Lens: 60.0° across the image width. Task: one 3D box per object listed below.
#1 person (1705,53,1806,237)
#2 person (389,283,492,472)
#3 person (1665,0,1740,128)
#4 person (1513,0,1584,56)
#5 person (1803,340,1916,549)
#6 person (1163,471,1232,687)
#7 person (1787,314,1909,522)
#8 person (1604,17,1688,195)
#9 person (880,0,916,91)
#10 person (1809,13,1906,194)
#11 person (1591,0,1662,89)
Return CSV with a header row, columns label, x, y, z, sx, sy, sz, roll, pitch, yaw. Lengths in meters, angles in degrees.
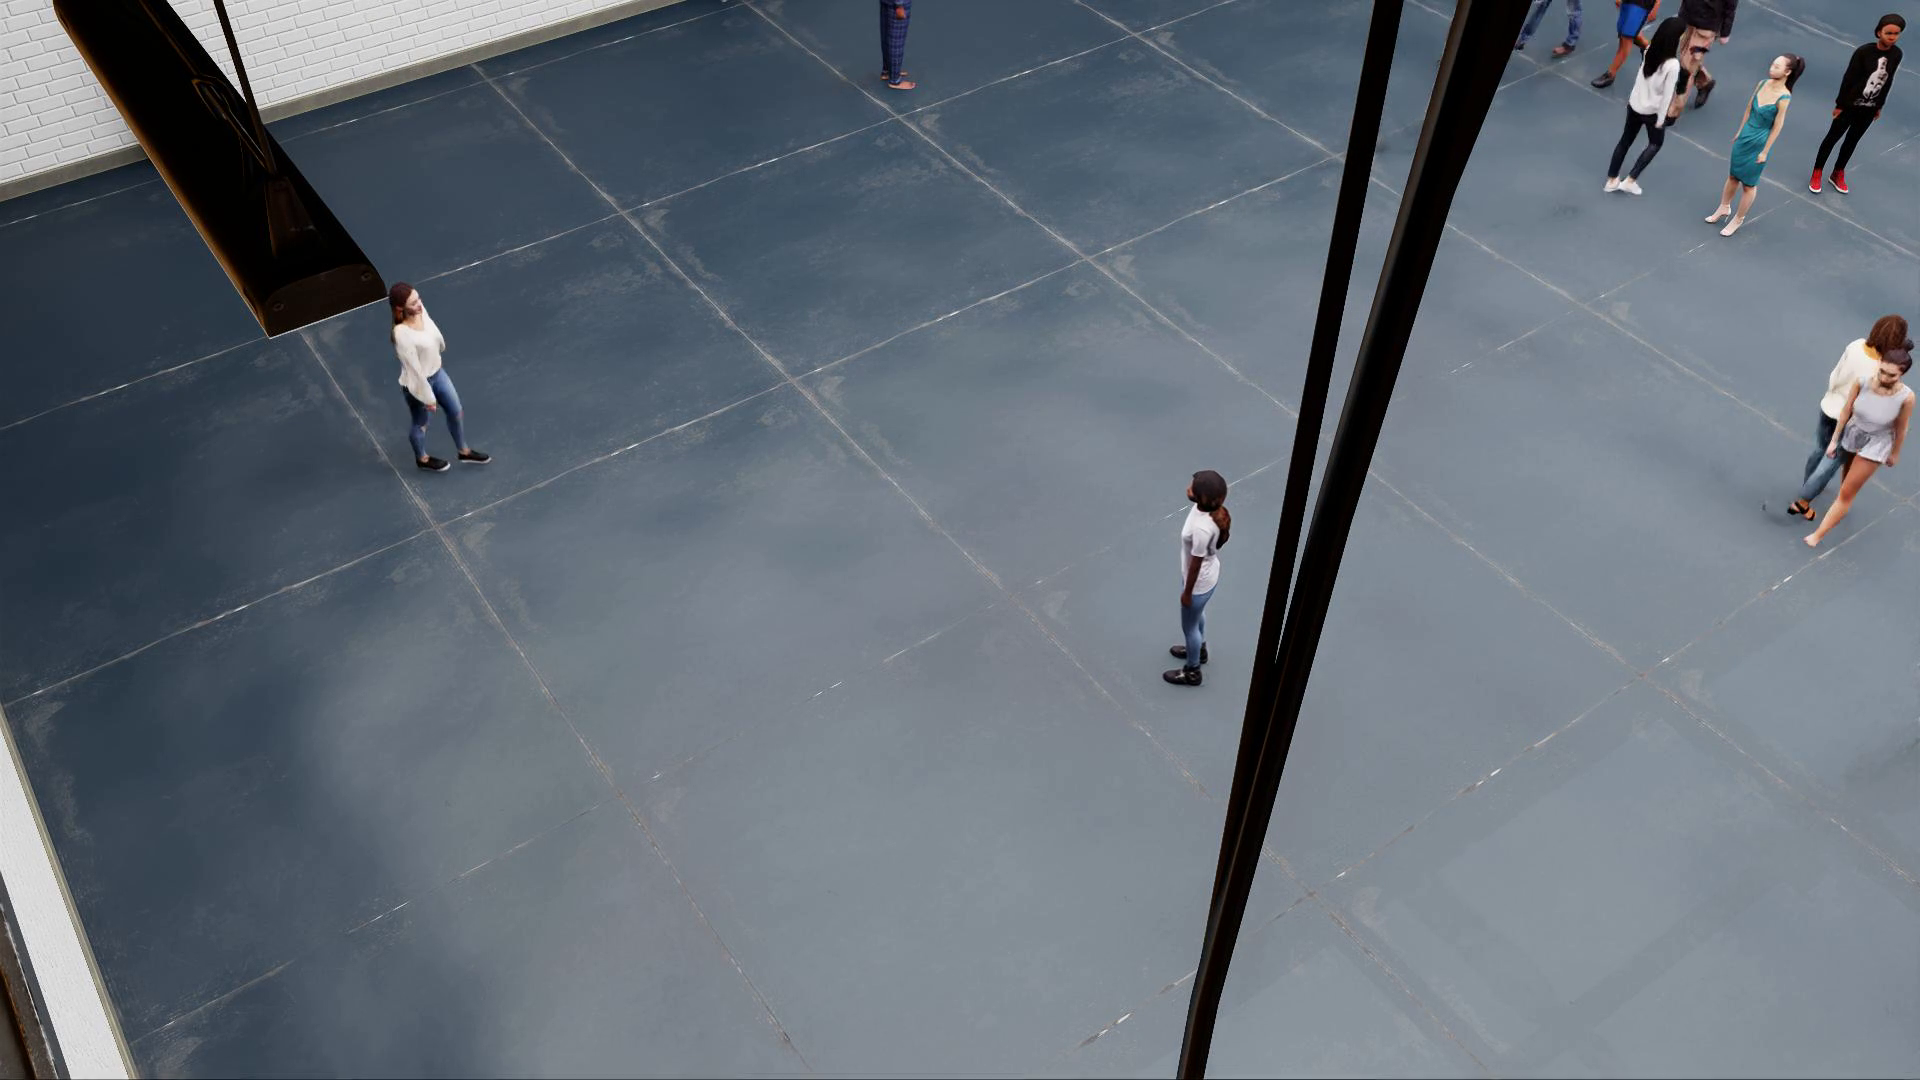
label,x,y,z,sx,sy,sz,roll,pitch,yaw
person,6.847,-3.405,14.322,0.580,1.685,0.599,-11,45,-11
person,-3.936,-1.154,11.968,0.956,1.674,0.894,6,44,6
person,7.051,-4.863,15.703,1.176,1.892,0.803,-22,48,-22
person,6.187,-5.699,16.638,1.095,1.812,0.787,-16,46,-16
person,6.350,-0.735,11.588,1.064,1.590,0.643,-30,51,-27
person,1.500,0.237,10.473,0.706,1.721,0.645,7,44,7
person,6.196,-0.877,11.665,0.782,1.689,0.743,-11,45,-11
person,6.014,-3.819,14.753,0.634,1.691,0.677,-17,46,-17
person,-0.653,-5.317,16.228,0.689,1.824,0.728,-13,45,-14
person,8.025,-3.903,14.852,0.665,1.675,0.747,1,44,2
person,6.696,-5.284,16.230,1.070,1.774,0.711,-19,47,-19
